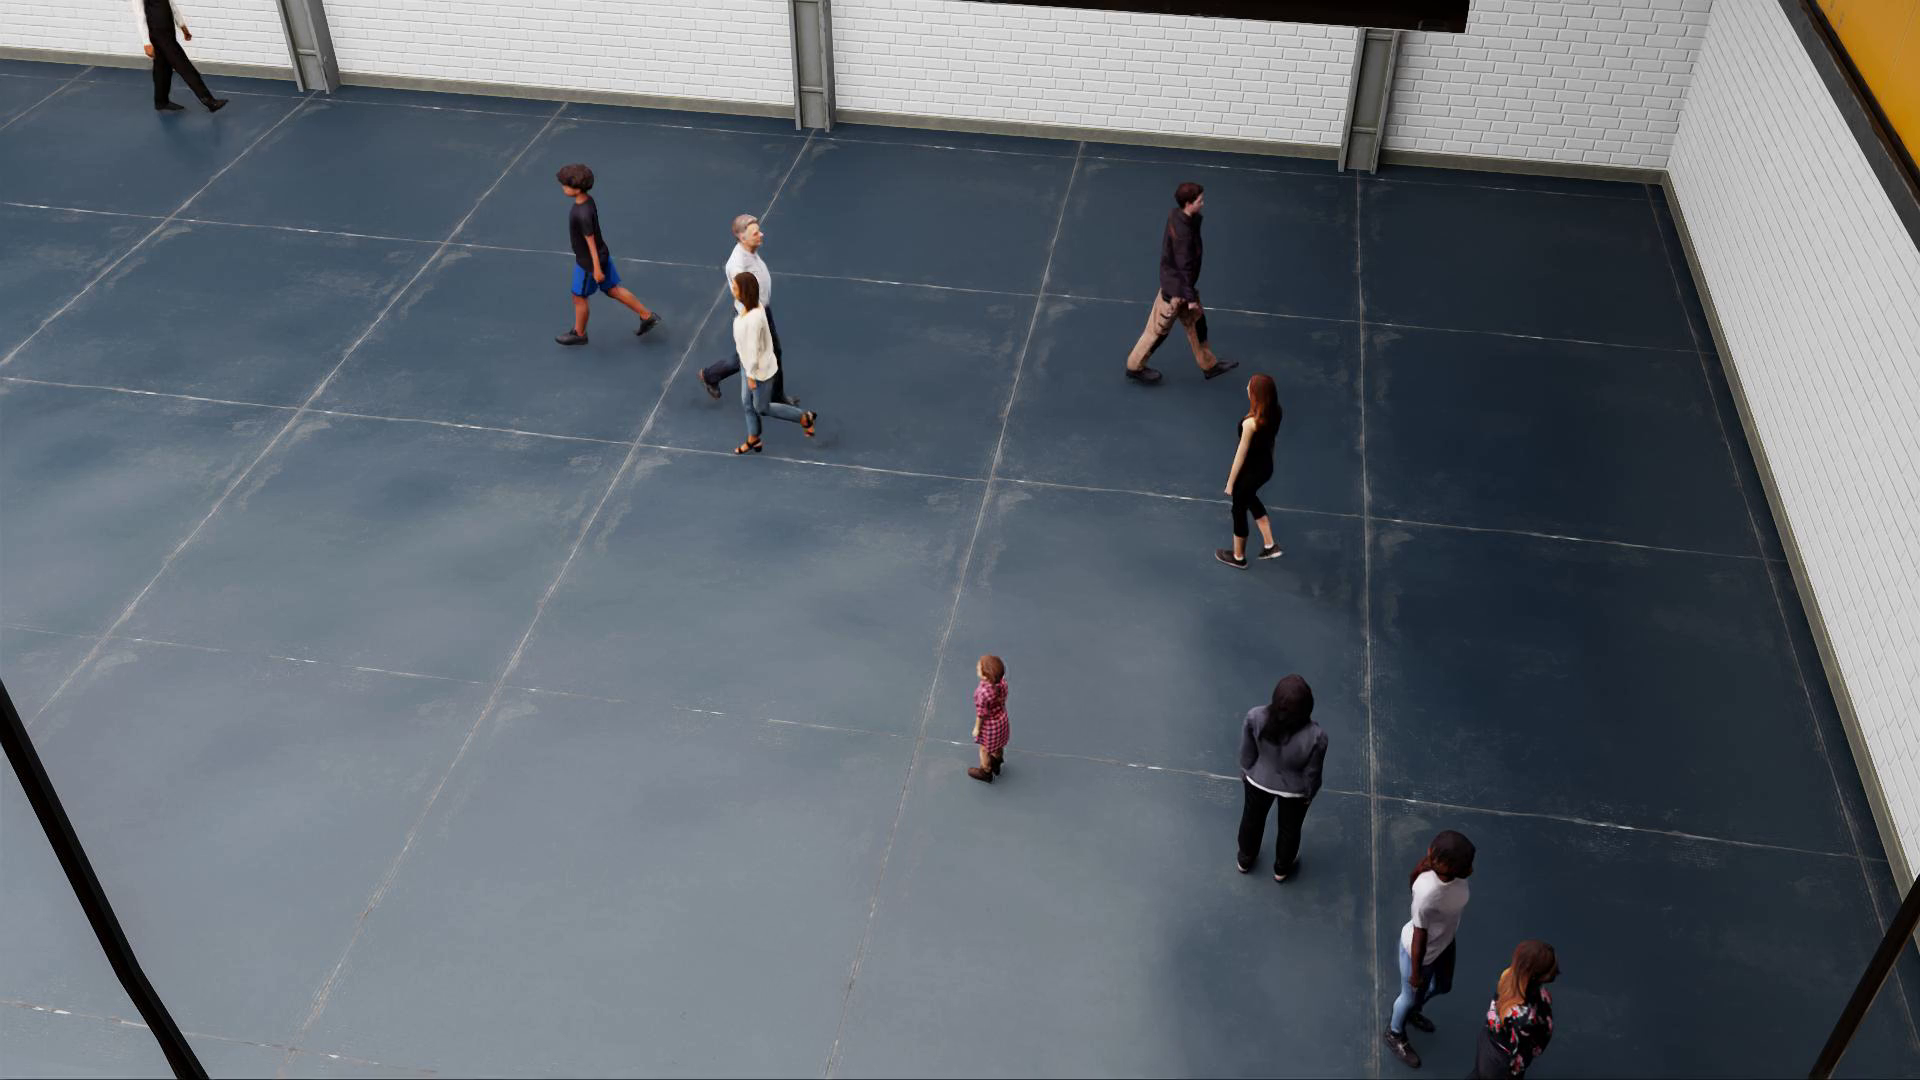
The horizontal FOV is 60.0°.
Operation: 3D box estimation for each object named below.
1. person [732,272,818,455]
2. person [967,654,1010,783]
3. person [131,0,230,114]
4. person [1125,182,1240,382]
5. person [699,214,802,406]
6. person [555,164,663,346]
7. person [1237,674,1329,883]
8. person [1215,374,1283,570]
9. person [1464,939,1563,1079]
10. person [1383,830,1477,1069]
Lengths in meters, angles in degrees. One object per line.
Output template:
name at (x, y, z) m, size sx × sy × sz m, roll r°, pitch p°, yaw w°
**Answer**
person at (-1.530, -1.385, 13.301) m, size 1.024 × 1.658 × 0.846 m, roll -9°, pitch 40°, yaw -11°
person at (0.197, 1.144, 10.645) m, size 0.530 × 1.020 × 0.498 m, roll 28°, pitch 46°, yaw 30°
person at (-8.931, -5.614, 18.424) m, size 1.209 × 1.872 × 0.780 m, roll 3°, pitch 39°, yaw 4°
person at (1.749, -2.120, 14.052) m, size 1.215 × 1.869 × 0.763 m, roll 4°, pitch 39°, yaw 5°
person at (-1.798, -1.874, 13.802) m, size 1.063 × 1.798 × 0.662 m, roll 5°, pitch 39°, yaw 6°
person at (-3.127, -2.470, 14.581) m, size 1.260 × 1.756 × 0.869 m, roll -3°, pitch 39°, yaw -4°
person at (1.892, 1.408, 9.853) m, size 0.682 × 1.597 × 0.792 m, roll 17°, pitch 42°, yaw 20°
person at (2.193, -0.455, 12.088) m, size 0.869 × 1.720 × 0.786 m, roll 30°, pitch 47°, yaw 32°
person at (2.717, 2.564, 8.336) m, size 0.489 × 1.683 × 0.571 m, roll 6°, pitch 39°, yaw 8°
person at (2.449, 2.154, 8.820) m, size 0.683 × 1.720 × 0.725 m, roll -31°, pitch 48°, yaw -33°
